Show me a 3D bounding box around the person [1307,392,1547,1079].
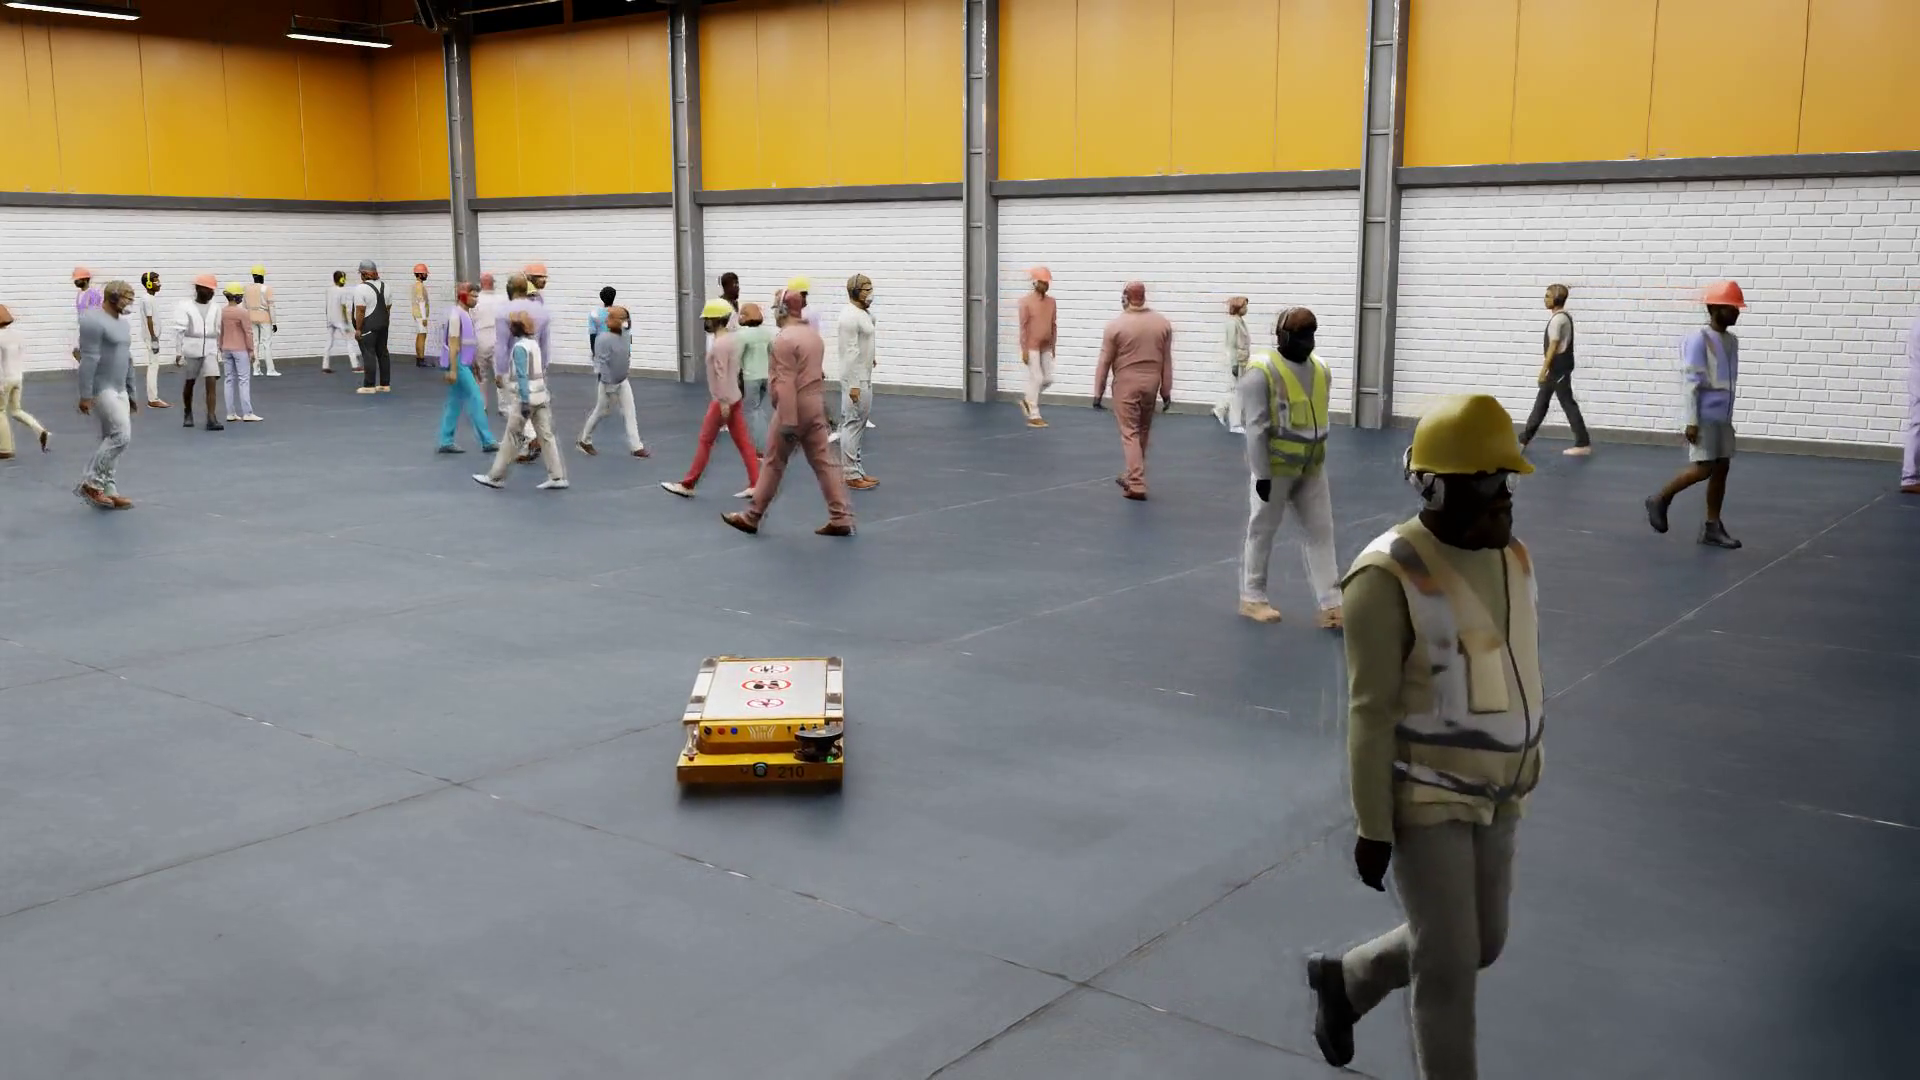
[{"bbox_3d":[1.085,0.554,3.860,0.595,1.814,0.698,-7,12,-36],"label":"person"}]

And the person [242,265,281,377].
[{"bbox_3d":[-12.097,-3.785,28.770,0.585,1.928,0.369,1,10,8],"label":"person"}]

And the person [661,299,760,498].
[{"bbox_3d":[-2.113,-1.201,14.324,0.908,1.713,0.544,1,10,4],"label":"person"}]

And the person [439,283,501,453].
[{"bbox_3d":[-5.158,-1.811,17.632,0.884,1.800,0.590,-1,10,-7],"label":"person"}]

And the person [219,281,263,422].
[{"bbox_3d":[-9.135,-2.374,21.023,0.523,1.769,0.322,3,10,19],"label":"person"}]

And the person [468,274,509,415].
[{"bbox_3d":[-6.201,-2.577,21.960,0.678,1.851,0.998,-5,11,-28],"label":"person"}]

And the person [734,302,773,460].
[{"bbox_3d":[-2.125,-1.629,17.109,0.433,1.614,0.515,7,12,34],"label":"person"}]

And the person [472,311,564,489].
[{"bbox_3d":[-3.950,-1.236,14.865,0.834,1.593,0.548,1,10,4],"label":"person"}]

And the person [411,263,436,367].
[{"bbox_3d":[-10.079,-4.205,31.187,0.360,1.938,0.546,-5,11,-28],"label":"person"}]

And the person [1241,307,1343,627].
[{"bbox_3d":[1.925,-0.388,9.337,0.651,1.806,0.866,-6,11,-29],"label":"person"}]

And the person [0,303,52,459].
[{"bbox_3d":[-9.746,-1.626,17.099,0.550,1.614,0.511,1,10,4],"label":"person"}]

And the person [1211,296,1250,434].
[{"bbox_3d":[3.226,-2.065,19.634,0.438,1.628,0.519,5,11,26],"label":"person"}]

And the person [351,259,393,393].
[{"bbox_3d":[-9.021,-3.261,25.389,0.538,2.000,0.684,4,11,24],"label":"person"}]

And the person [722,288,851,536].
[{"bbox_3d":[-1.275,-0.946,12.457,1.018,1.848,0.678,4,10,21],"label":"person"}]

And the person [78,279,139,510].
[{"bbox_3d":[-7.005,-1.187,13.720,0.430,1.900,0.713,0,10,-2],"label":"person"}]

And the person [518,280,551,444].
[{"bbox_3d":[-4.812,-1.990,18.602,0.404,1.827,0.600,4,10,22],"label":"person"}]

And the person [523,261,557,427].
[{"bbox_3d":[-5.200,-2.378,20.280,0.498,2.029,0.642,1,10,9],"label":"person"}]

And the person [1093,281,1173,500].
[{"bbox_3d":[1.466,-1.306,14.486,0.672,1.868,0.818,-4,11,-23],"label":"person"}]

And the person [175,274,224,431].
[{"bbox_3d":[-9.223,-2.274,20.125,0.627,1.877,1.002,-8,13,-40],"label":"person"}]

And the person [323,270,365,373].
[{"bbox_3d":[-11.044,-3.880,29.613,0.659,1.839,0.464,4,11,24],"label":"person"}]

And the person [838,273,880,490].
[{"bbox_3d":[-0.916,-1.421,14.970,0.358,1.938,0.636,1,10,5],"label":"person"}]

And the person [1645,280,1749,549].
[{"bbox_3d":[5.395,-0.911,12.047,0.558,1.926,0.630,-6,11,-32],"label":"person"}]

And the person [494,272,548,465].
[{"bbox_3d":[-4.339,-1.691,16.571,0.508,1.927,0.646,7,12,33],"label":"person"}]

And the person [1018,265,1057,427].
[{"bbox_3d":[0.929,-2.375,20.410,0.615,1.980,0.564,-8,13,-39],"label":"person"}]

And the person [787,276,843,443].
[{"bbox_3d":[-1.679,-1.971,18.371,0.990,1.879,0.601,-4,11,-22],"label":"person"}]

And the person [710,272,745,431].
[{"bbox_3d":[-2.732,-2.231,19.798,0.464,1.899,0.616,3,10,18],"label":"person"}]

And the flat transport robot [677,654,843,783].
[{"bbox_3d":[-0.834,0.742,7.228,0.652,0.197,1.431,-1,10,-4],"label":"flat transport robot"}]

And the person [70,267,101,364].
[{"bbox_3d":[-13.380,-3.216,25.494,0.542,1.922,0.422,6,11,32],"label":"person"}]

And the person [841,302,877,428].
[{"bbox_3d":[-1.218,-2.214,20.169,0.488,1.741,0.316,-7,12,-34],"label":"person"}]

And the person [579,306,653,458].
[{"bbox_3d":[-3.634,-1.643,17.315,0.894,1.584,0.526,6,11,30],"label":"person"}]

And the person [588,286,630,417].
[{"bbox_3d":[-4.542,-2.436,21.589,0.538,1.696,0.317,-2,10,-9],"label":"person"}]

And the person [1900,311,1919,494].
[{"bbox_3d":[8.575,-1.351,14.680,0.405,1.906,0.651,4,11,24],"label":"person"}]

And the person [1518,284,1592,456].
[{"bbox_3d":[6.233,-1.781,17.482,0.974,1.799,0.525,5,11,25],"label":"person"}]

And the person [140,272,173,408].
[{"bbox_3d":[-11.108,-2.749,22.934,0.324,1.862,0.518,-5,11,-26],"label":"person"}]
